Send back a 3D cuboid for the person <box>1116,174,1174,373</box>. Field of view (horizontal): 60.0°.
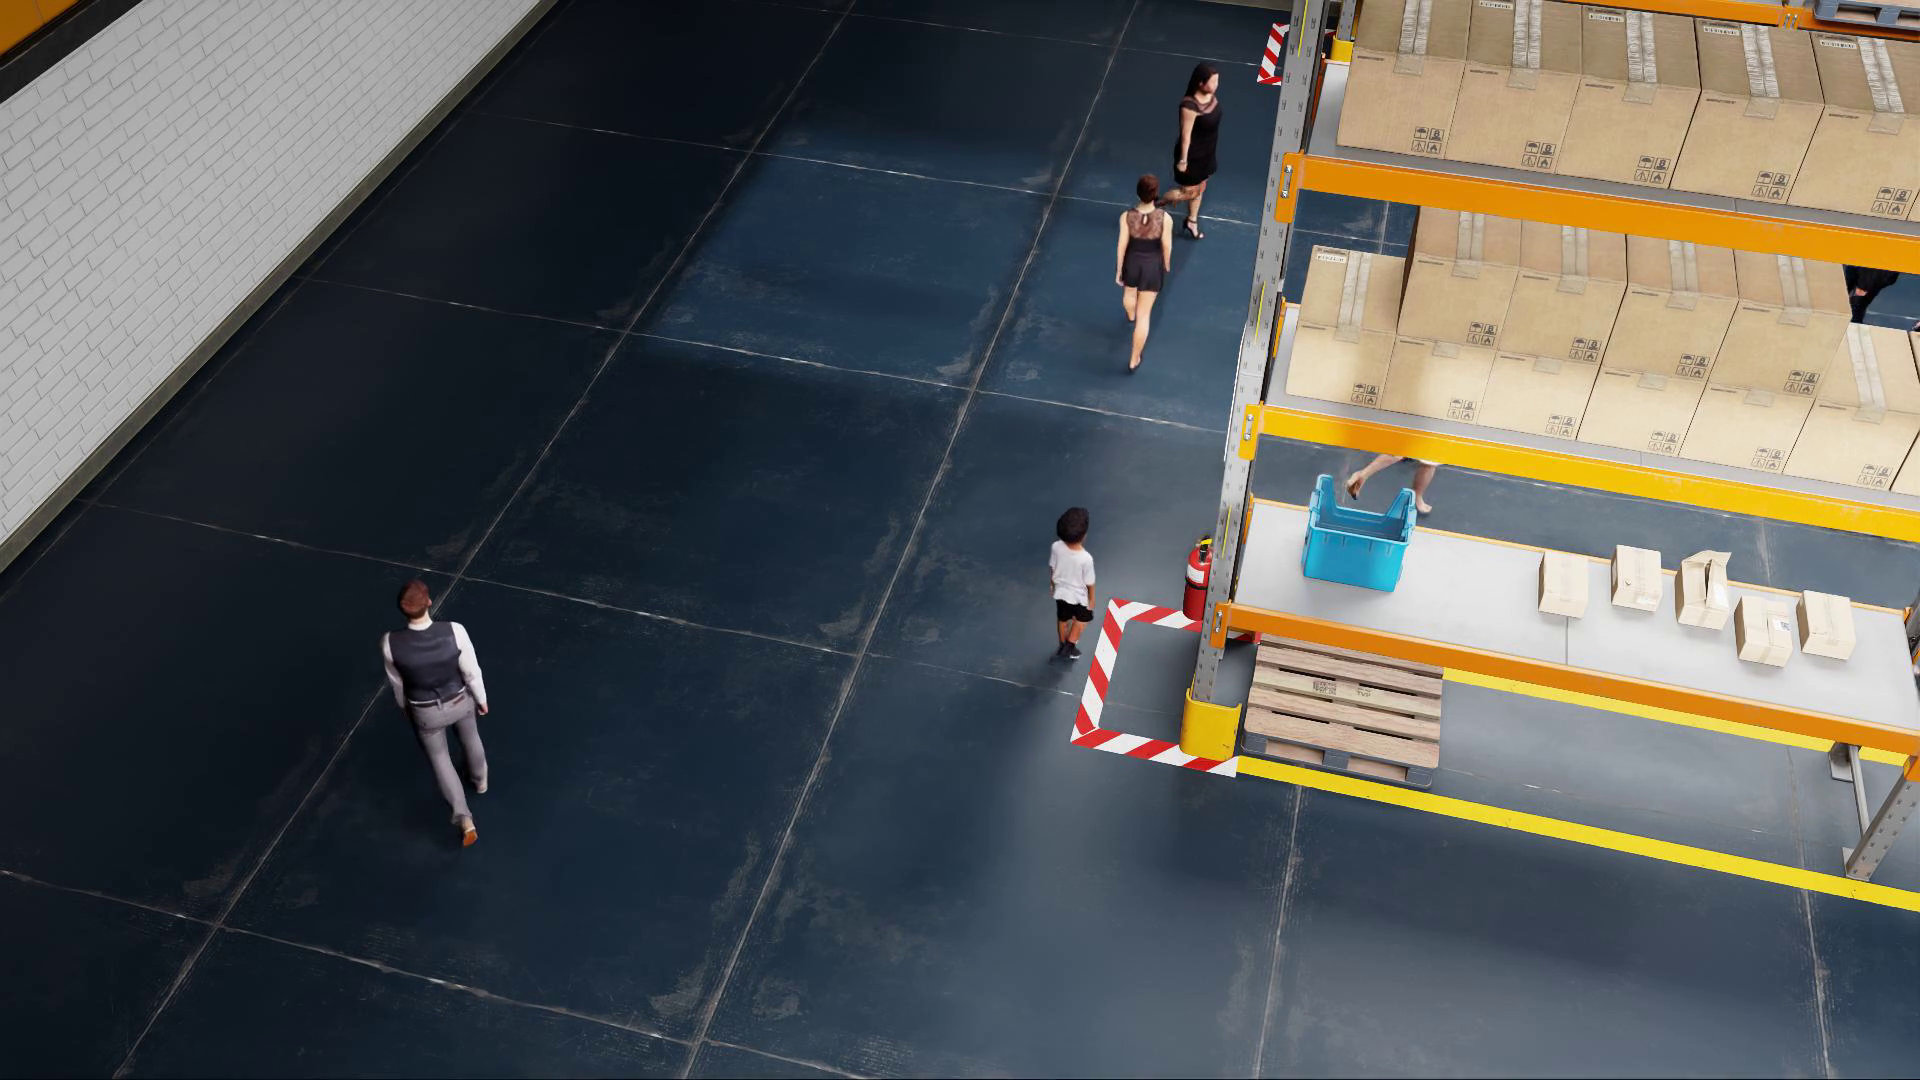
[{"bbox_3d":[1.423,-2.067,13.076,0.997,1.636,0.640,10,44,10],"label":"person"}]

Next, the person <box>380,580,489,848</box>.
[{"bbox_3d":[-3.009,1.006,9.648,1.111,1.915,1.097,-13,45,-14],"label":"person"}]

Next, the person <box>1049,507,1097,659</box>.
[{"bbox_3d":[0.705,0.340,10.828,0.555,1.251,0.639,24,49,24],"label":"person"}]

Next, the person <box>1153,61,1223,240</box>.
[{"bbox_3d":[1.945,-3.349,14.374,0.883,1.702,0.717,17,46,17],"label":"person"}]
